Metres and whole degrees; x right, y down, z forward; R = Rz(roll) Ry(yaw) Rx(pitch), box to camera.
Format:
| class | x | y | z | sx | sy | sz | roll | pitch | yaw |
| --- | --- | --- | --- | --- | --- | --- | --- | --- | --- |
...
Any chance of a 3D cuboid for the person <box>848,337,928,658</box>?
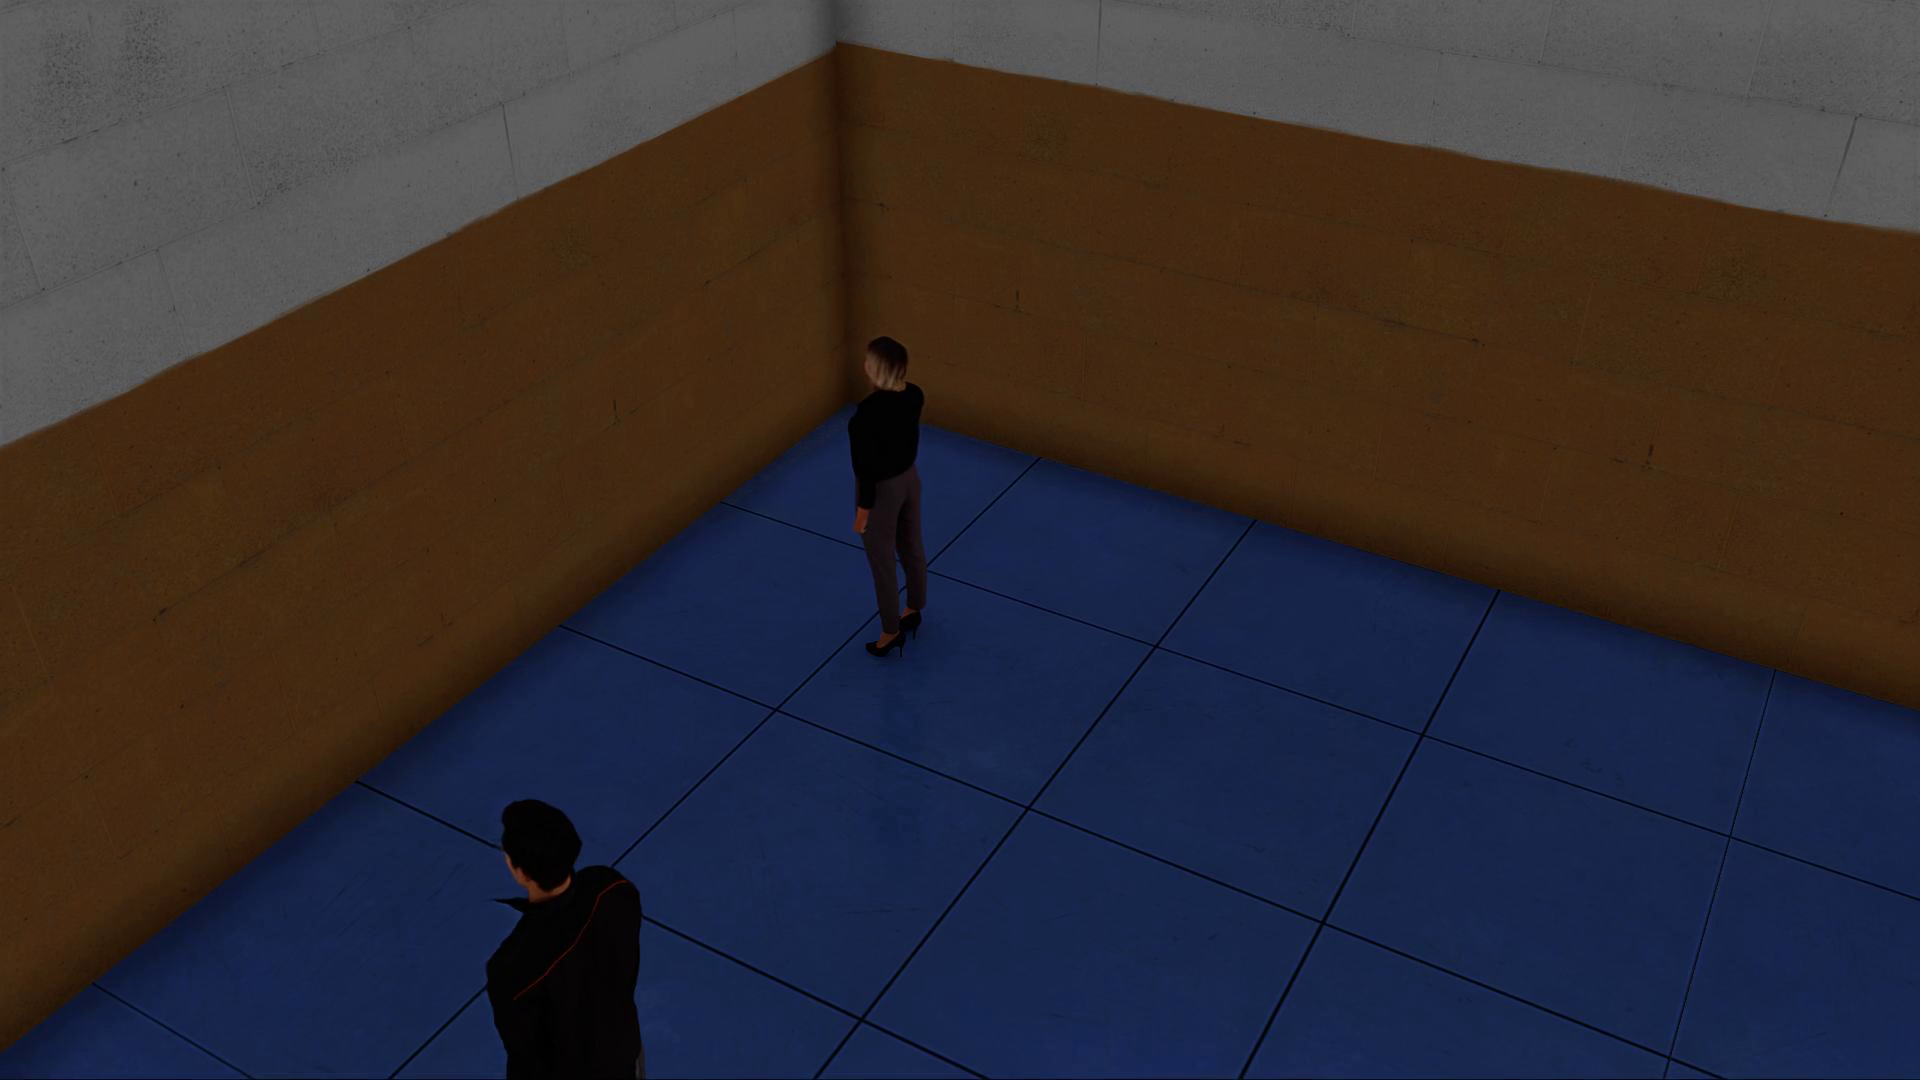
| class | x | y | z | sx | sy | sz | roll | pitch | yaw |
| --- | --- | --- | --- | --- | --- | --- | --- | --- | --- |
| person | -0.317 | -0.184 | 7.723 | 0.672 | 1.672 | 0.491 | 22 | 39 | 29 |

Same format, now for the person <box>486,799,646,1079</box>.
| class | x | y | z | sx | sy | sz | roll | pitch | yaw |
| --- | --- | --- | --- | --- | --- | --- | --- | --- | --- |
| person | -1.115 | 1.519 | 4.914 | 0.765 | 1.946 | 0.535 | 15 | 37 | 22 |
